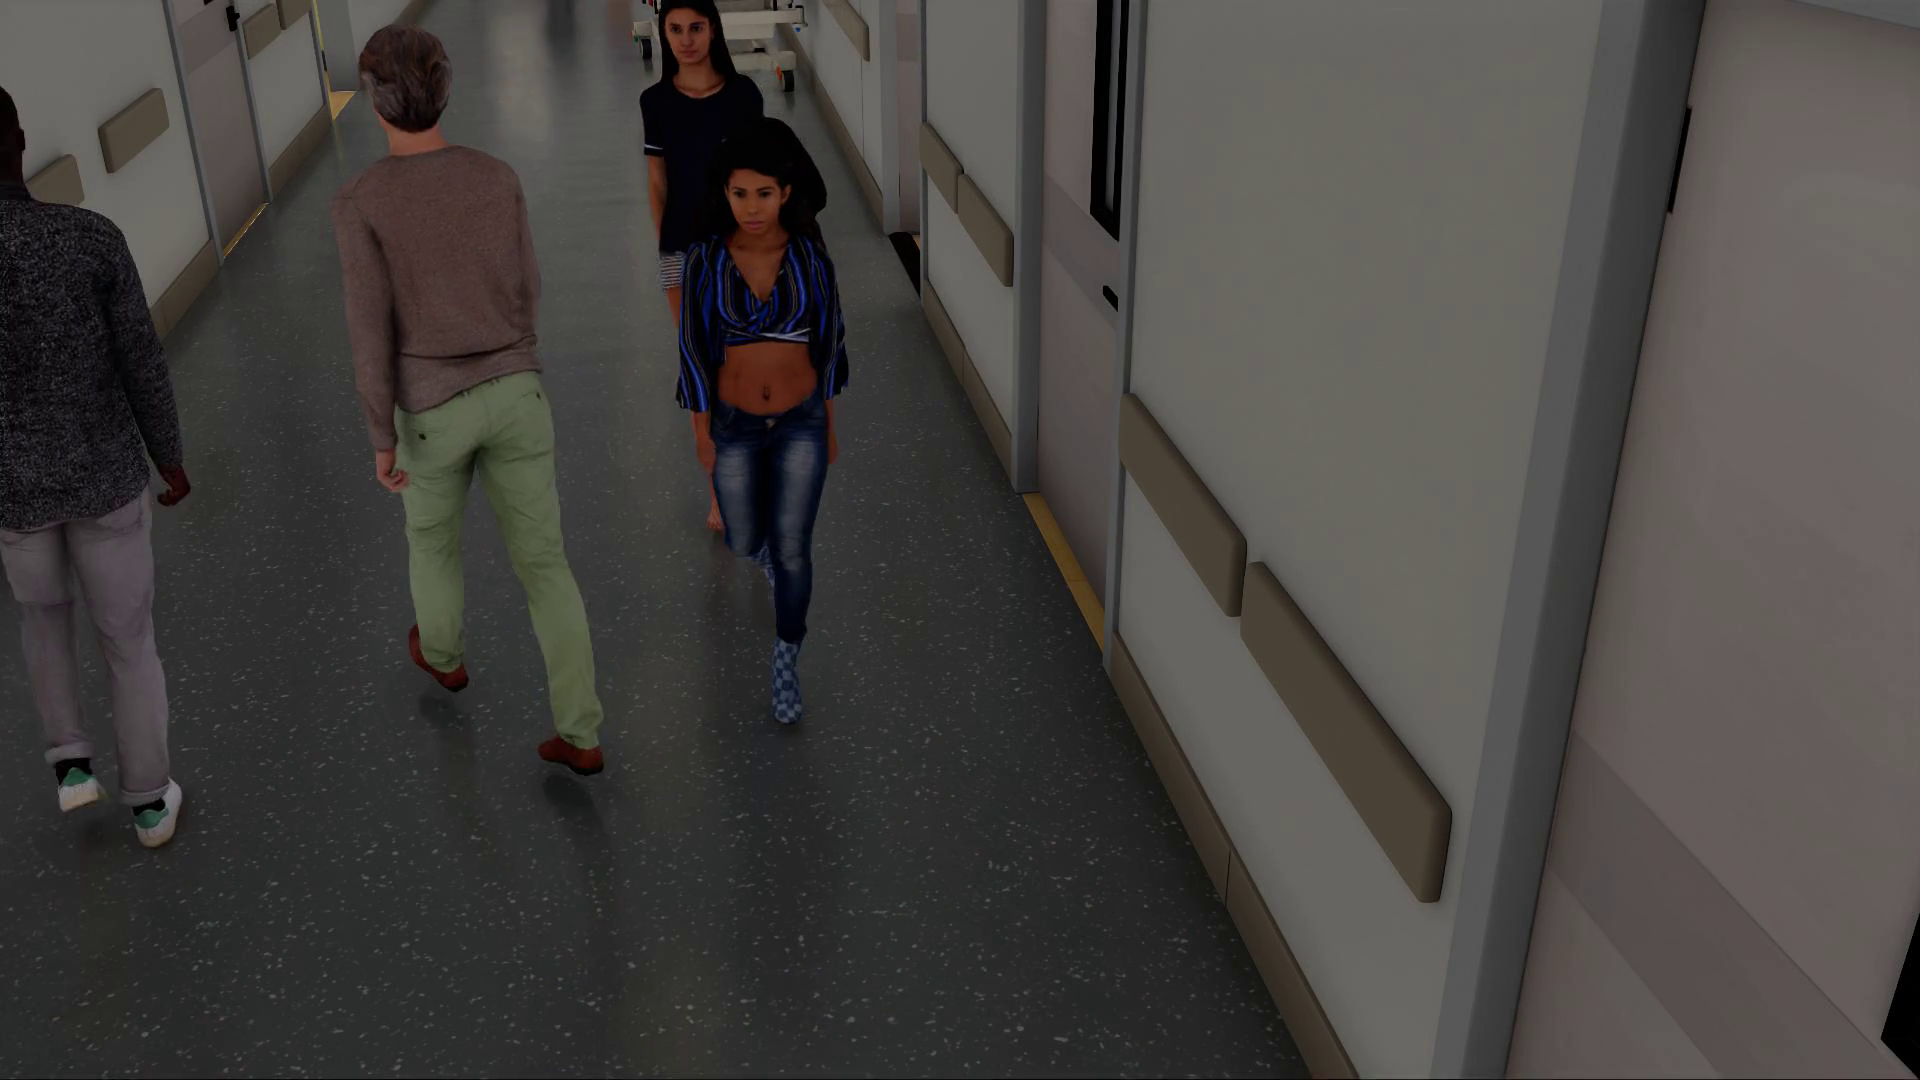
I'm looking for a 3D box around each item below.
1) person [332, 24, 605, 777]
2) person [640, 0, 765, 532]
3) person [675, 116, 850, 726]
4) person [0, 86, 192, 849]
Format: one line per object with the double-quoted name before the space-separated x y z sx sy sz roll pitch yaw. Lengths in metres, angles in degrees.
"person" -1.162 -0.261 4.083 1.264 1.835 1.043 -17 31 -31
"person" -0.817 -0.959 5.650 0.996 1.733 0.609 -4 26 -8
"person" -0.512 -0.318 4.471 0.871 1.601 0.721 -2 26 -4
"person" -2.037 -0.089 3.736 0.597 1.827 0.762 -7 27 -14
